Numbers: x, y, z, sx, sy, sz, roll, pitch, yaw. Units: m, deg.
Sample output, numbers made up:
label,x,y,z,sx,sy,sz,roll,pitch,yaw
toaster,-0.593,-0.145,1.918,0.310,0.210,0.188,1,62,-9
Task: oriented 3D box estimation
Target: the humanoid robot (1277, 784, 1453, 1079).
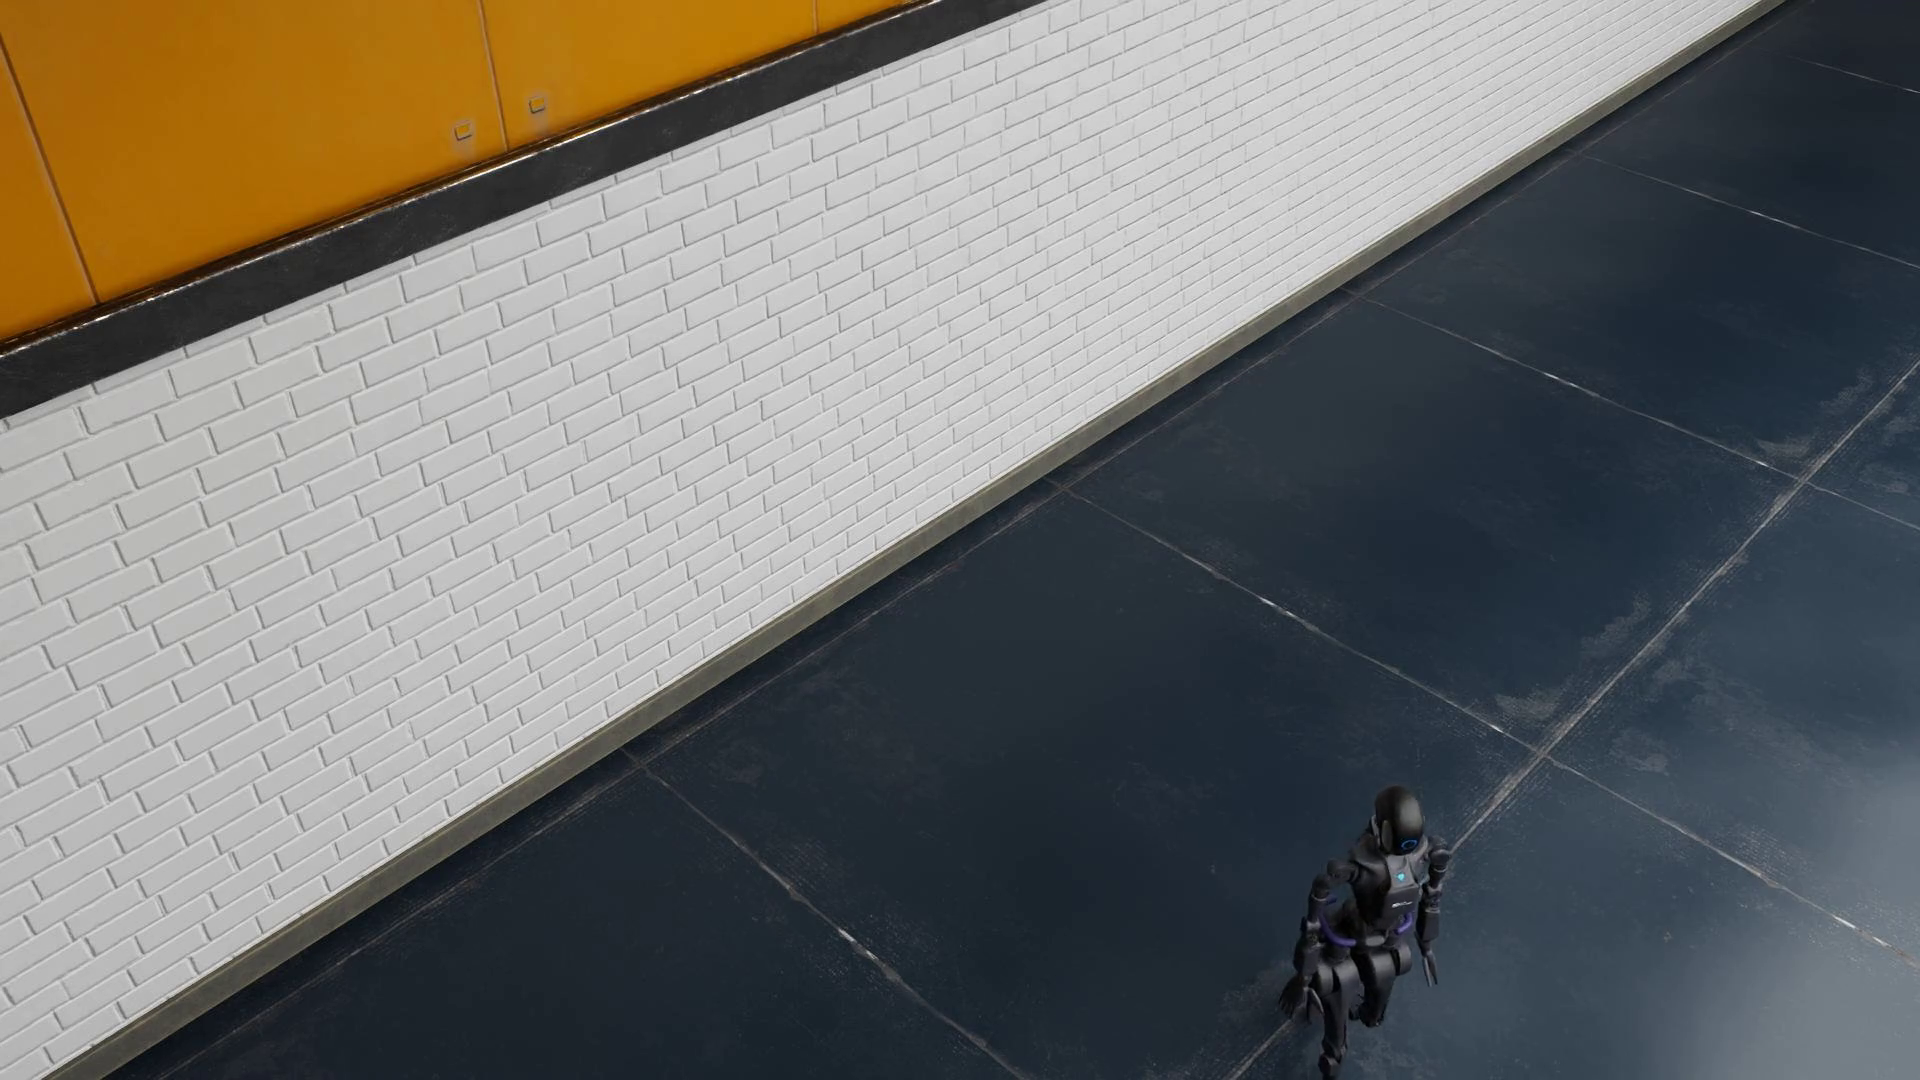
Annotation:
label,x,y,z,sx,sy,sz,roll,pitch,yaw
humanoid robot,1.416,1.430,6.017,0.612,1.631,0.629,-11,40,-14
